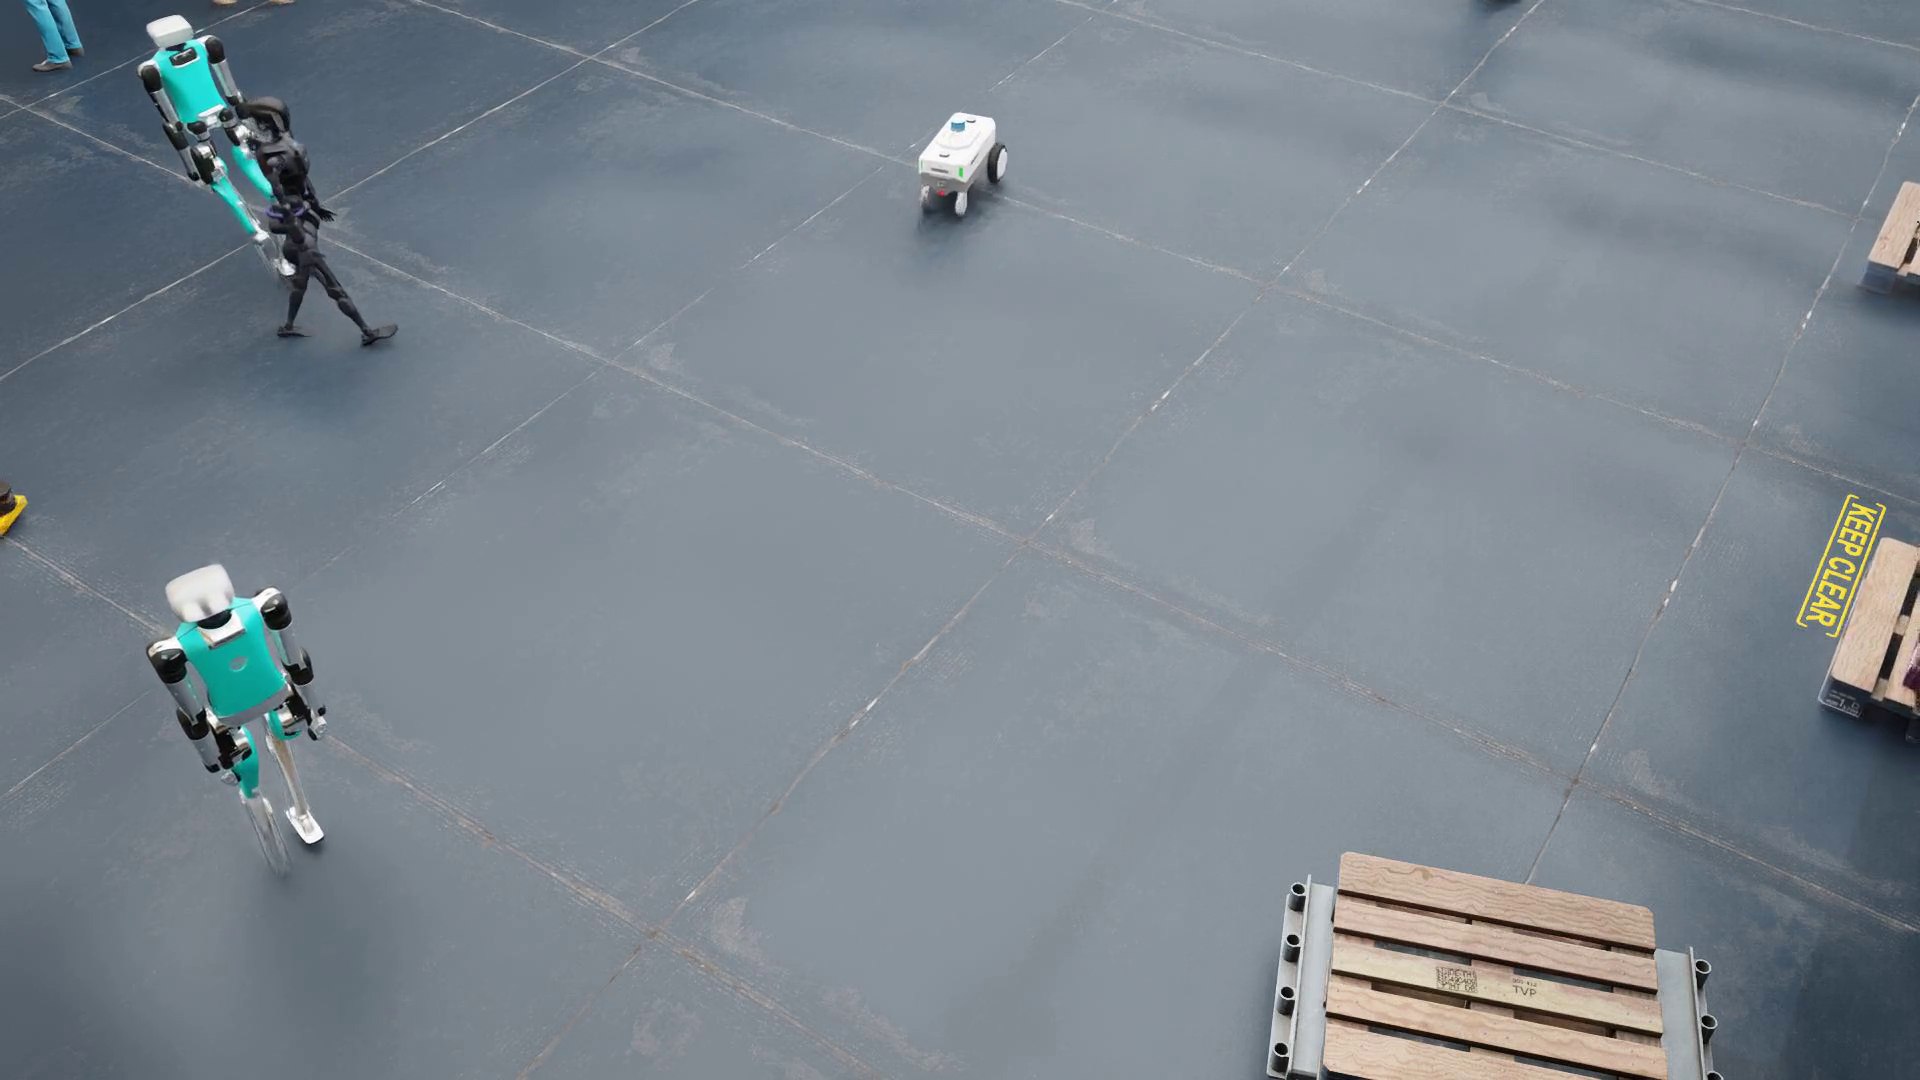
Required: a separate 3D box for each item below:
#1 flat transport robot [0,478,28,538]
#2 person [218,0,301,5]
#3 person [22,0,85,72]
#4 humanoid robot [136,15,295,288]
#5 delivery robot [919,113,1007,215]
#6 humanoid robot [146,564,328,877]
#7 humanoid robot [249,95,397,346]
[{"bbox_3d":[-5.845,-0.084,8.874,1.431,0.231,0.659,4,42,4],"label":"flat transport robot"},{"bbox_3d":[-5.950,-5.169,13.507,0.899,1.686,0.550,-2,42,-3],"label":"person"},{"bbox_3d":[-7.116,-4.466,12.594,0.378,1.844,0.565,3,42,3],"label":"person"},{"bbox_3d":[-4.452,-2.242,10.280,0.750,1.899,0.575,31,50,30],"label":"humanoid robot"},{"bbox_3d":[-0.006,-2.657,11.552,0.499,0.613,0.807,14,44,15],"label":"delivery robot"},{"bbox_3d":[-2.971,0.716,6.917,0.541,1.835,0.746,-30,50,-29],"label":"humanoid robot"},{"bbox_3d":[-3.888,-1.893,9.876,0.767,1.627,0.600,-6,42,-7],"label":"humanoid robot"}]
